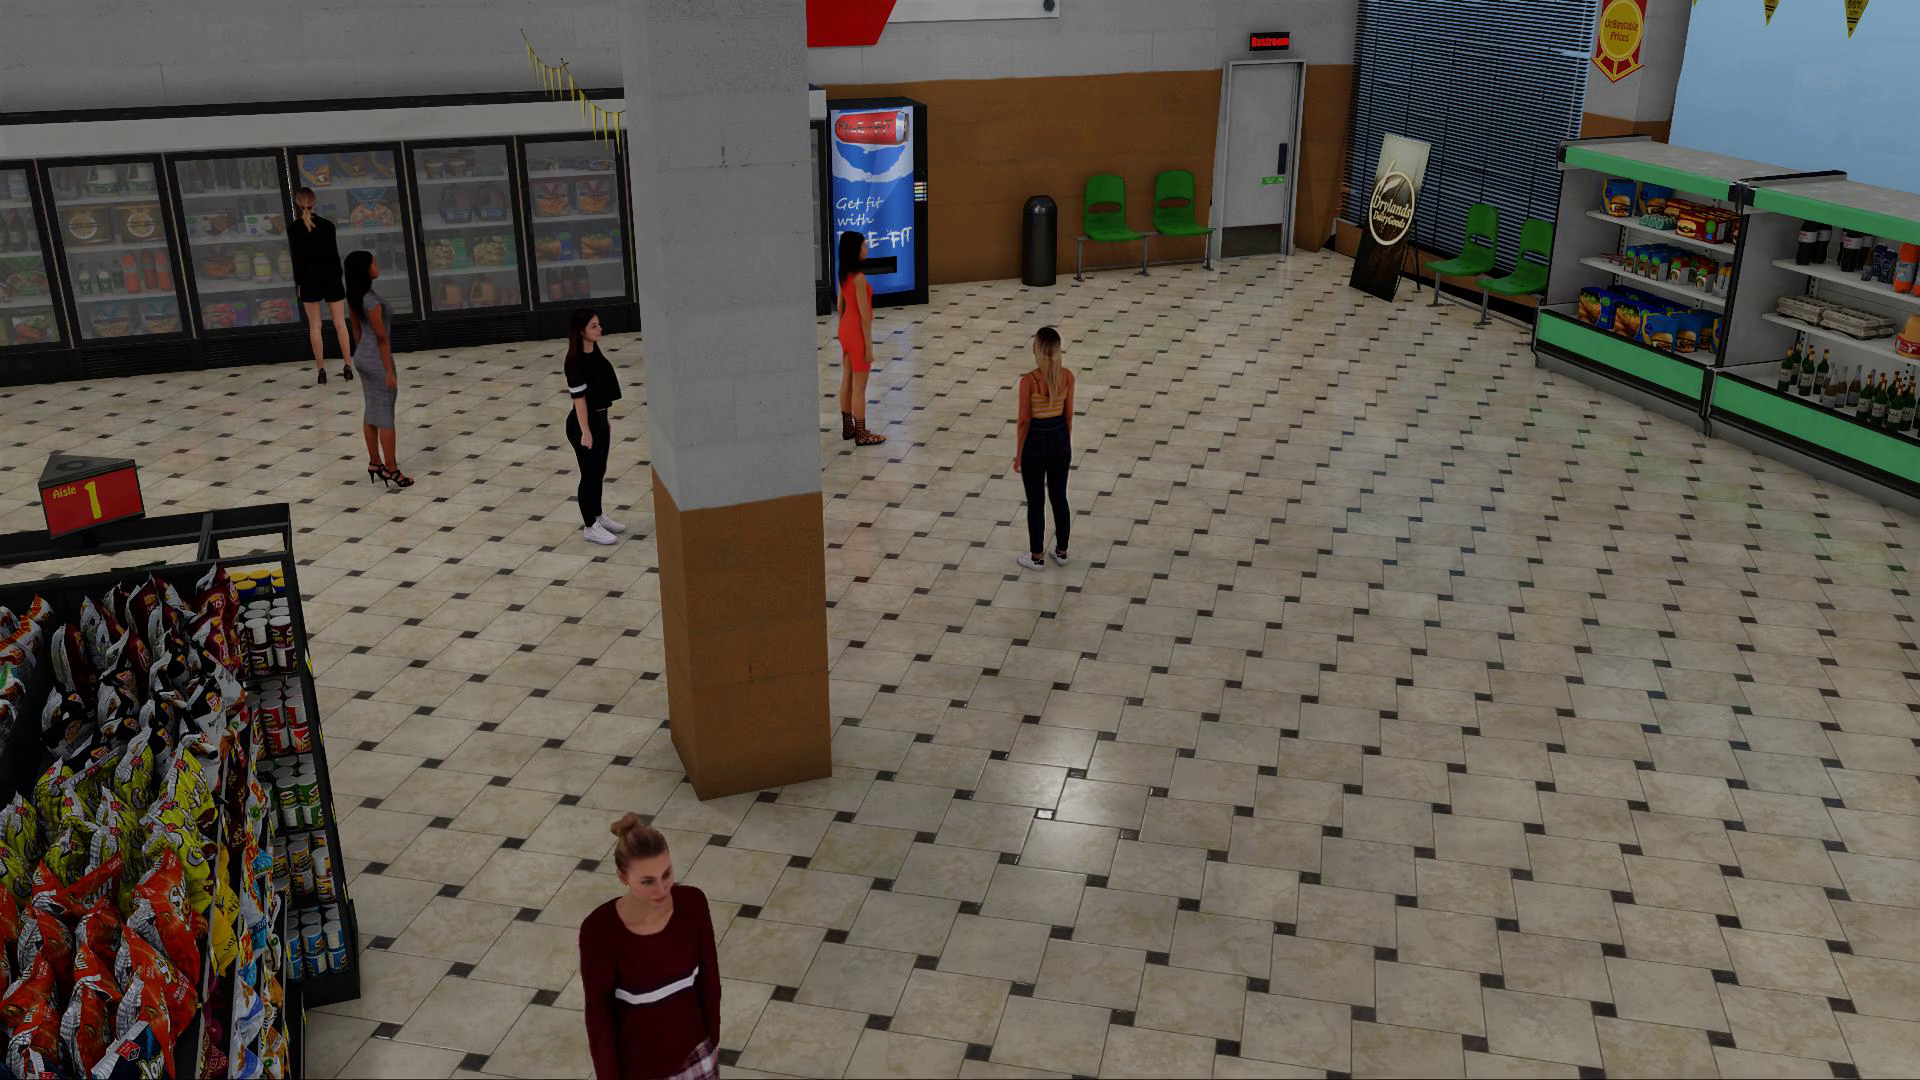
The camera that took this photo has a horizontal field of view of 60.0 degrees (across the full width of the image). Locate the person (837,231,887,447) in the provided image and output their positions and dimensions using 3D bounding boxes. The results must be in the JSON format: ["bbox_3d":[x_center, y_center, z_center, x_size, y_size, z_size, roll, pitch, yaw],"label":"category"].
[{"bbox_3d":[-0.837,-1.616,13.308,0.673,1.718,0.515,-12,25,-27],"label":"person"}]

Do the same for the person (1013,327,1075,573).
[{"bbox_3d":[0.559,-0.593,10.884,0.594,1.627,0.531,-11,24,-25],"label":"person"}]

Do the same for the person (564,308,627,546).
[{"bbox_3d":[-2.520,-0.788,11.353,0.761,1.639,0.660,2,22,6],"label":"person"}]

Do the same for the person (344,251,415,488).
[{"bbox_3d":[-4.347,-1.267,12.357,0.714,1.781,0.593,-19,29,-40],"label":"person"}]

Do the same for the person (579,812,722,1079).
[{"bbox_3d":[-0.996,1.621,5.296,0.707,1.686,0.805,-12,25,-28],"label":"person"}]

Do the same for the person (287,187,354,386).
[{"bbox_3d":[-5.727,-2.273,14.876,0.586,1.768,0.537,-10,24,-23],"label":"person"}]
